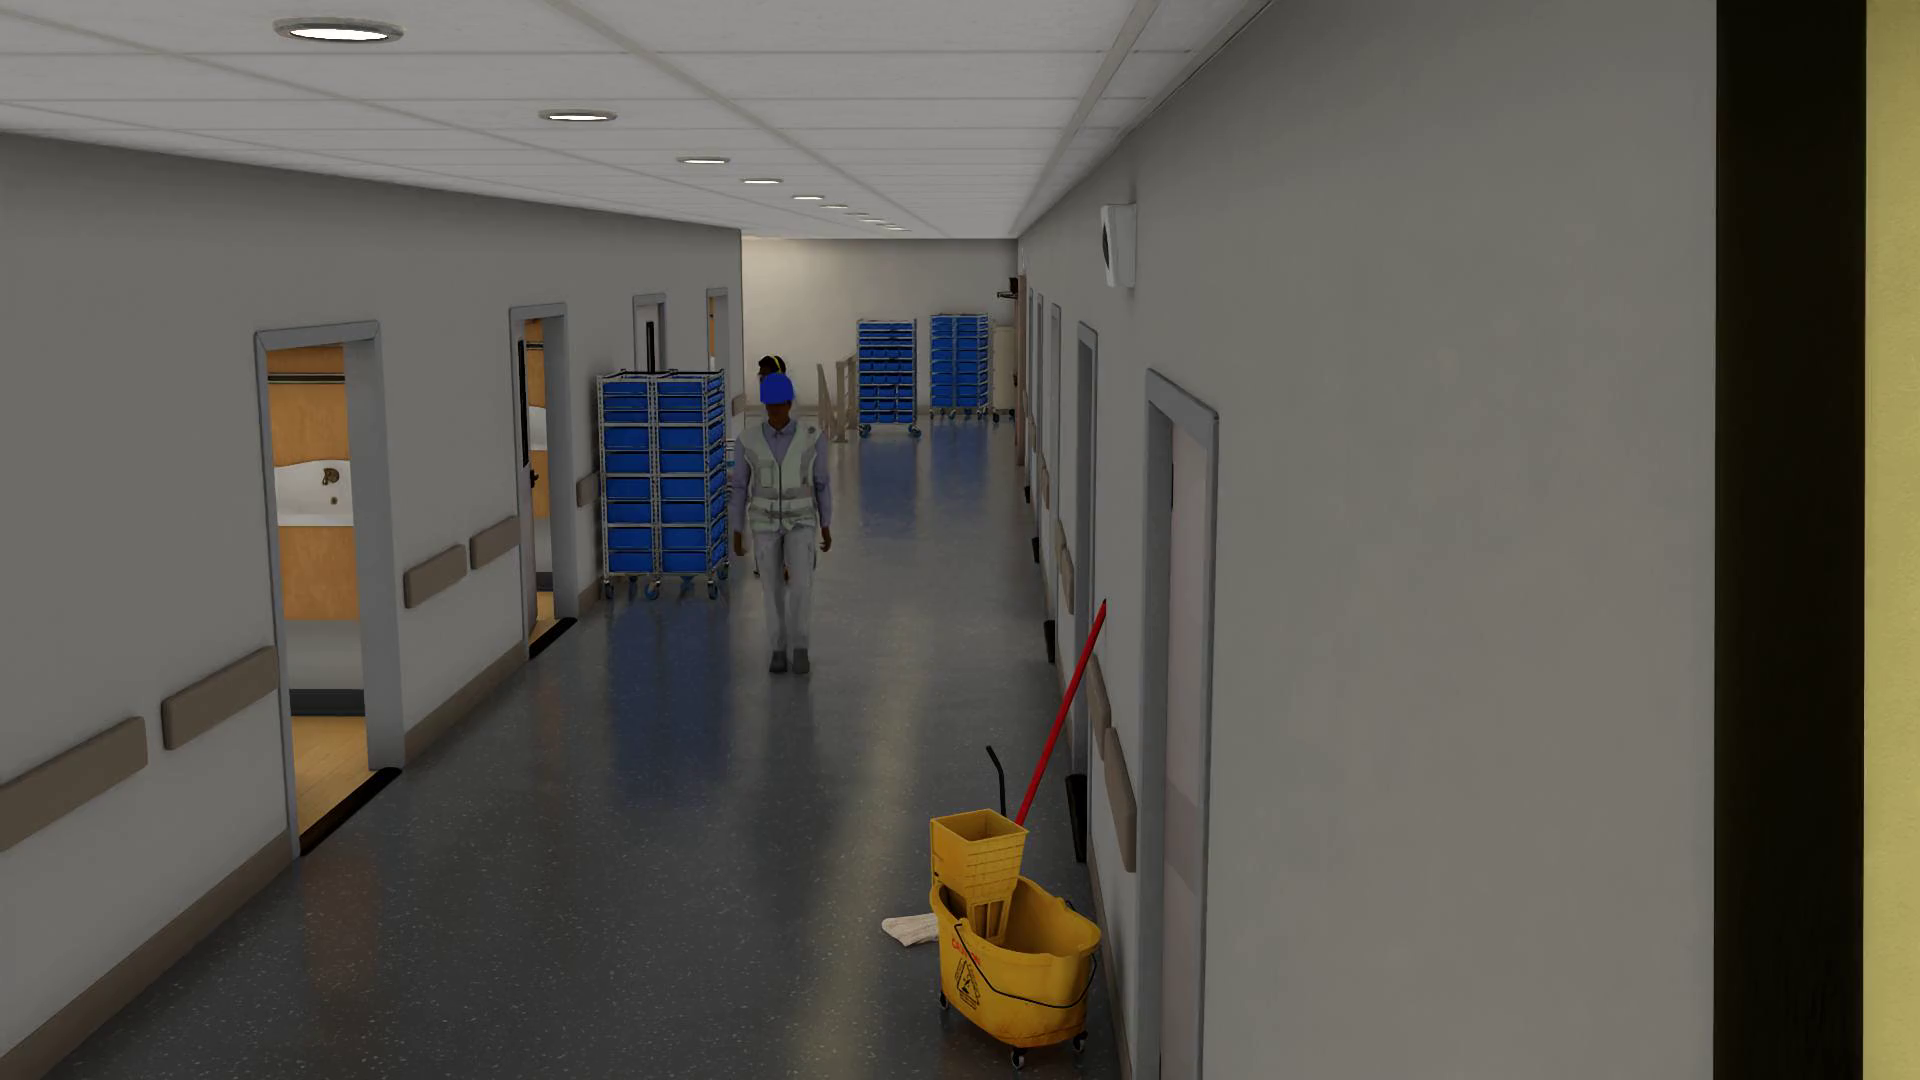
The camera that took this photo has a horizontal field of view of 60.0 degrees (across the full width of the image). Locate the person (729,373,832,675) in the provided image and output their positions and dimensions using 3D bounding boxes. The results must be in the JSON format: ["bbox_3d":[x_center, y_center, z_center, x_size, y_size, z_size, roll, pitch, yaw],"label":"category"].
[{"bbox_3d":[-1.138,-0.088,10.506,0.654,1.928,0.557,0,9,-1],"label":"person"}]

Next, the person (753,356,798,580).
[{"bbox_3d":[-1.514,-0.597,13.796,0.327,1.860,0.497,-7,11,-34],"label":"person"}]
